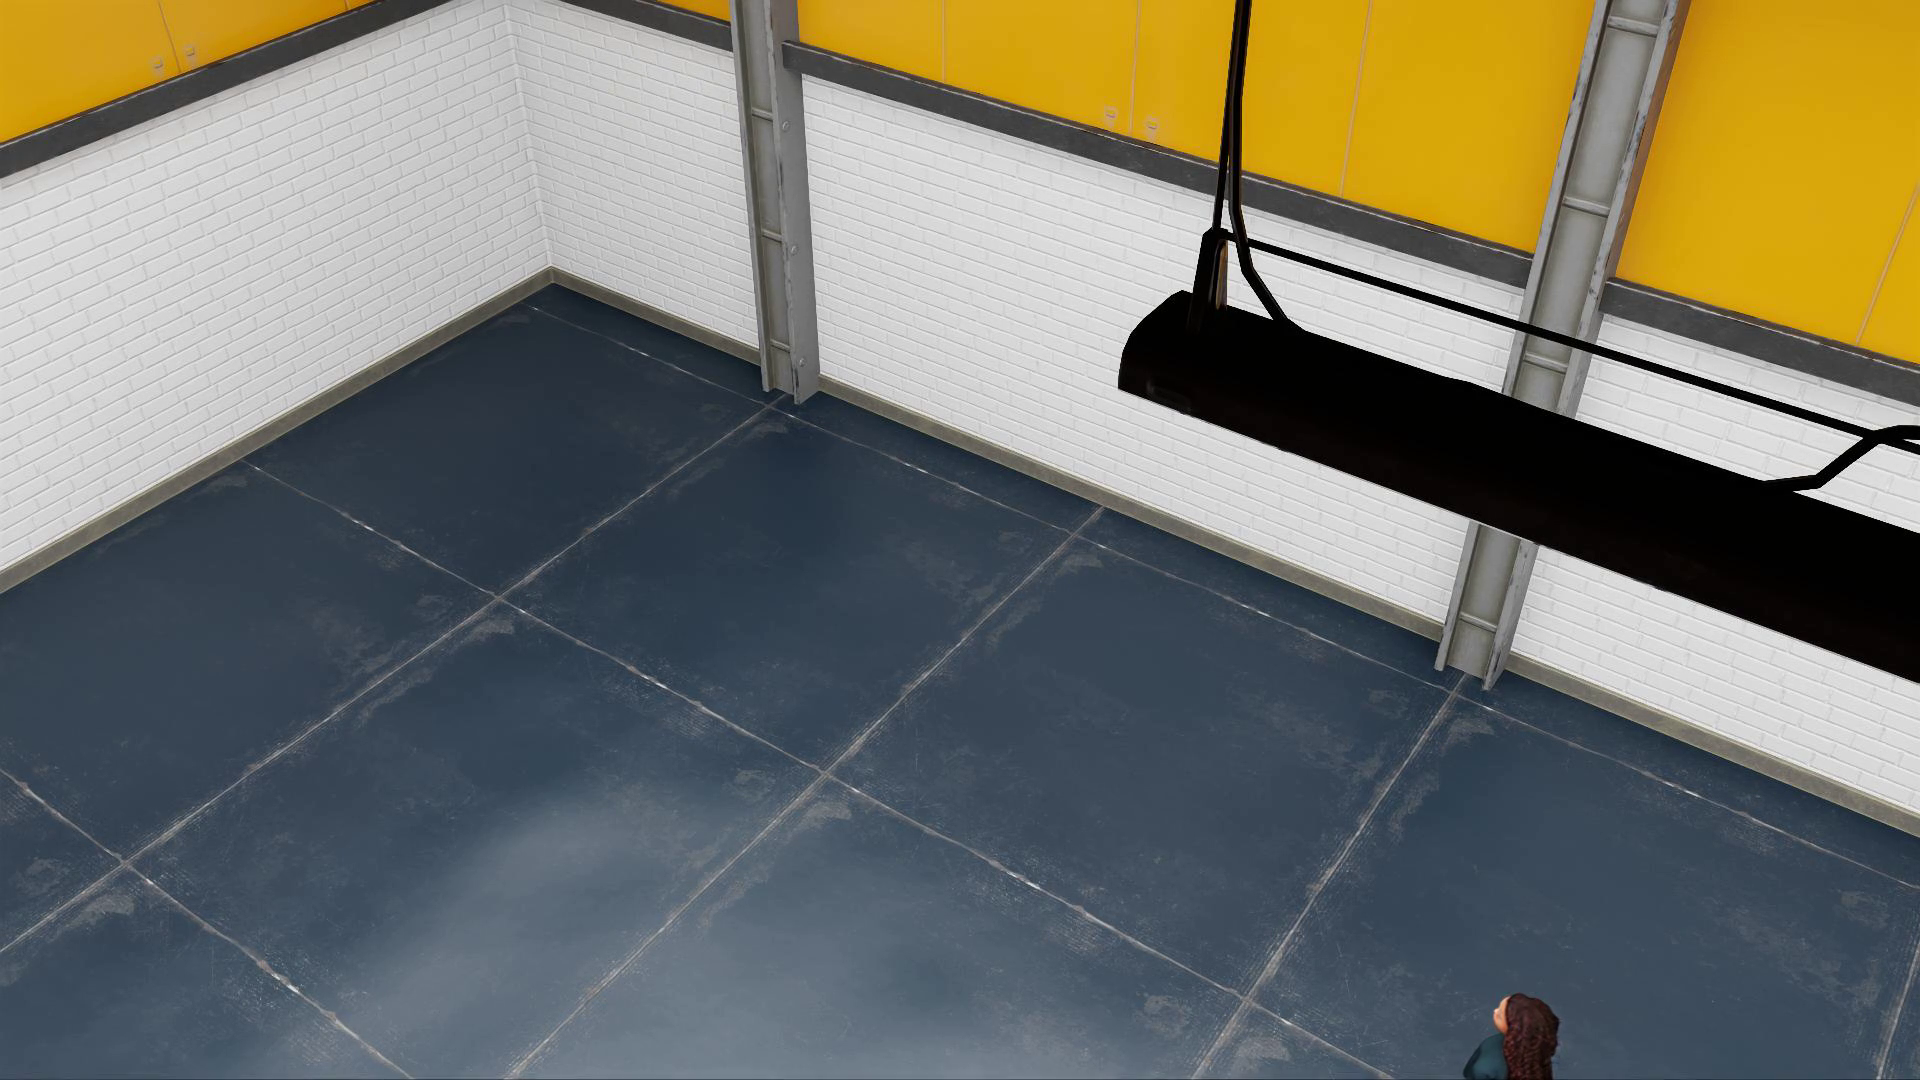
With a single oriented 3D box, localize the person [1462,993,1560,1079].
[{"bbox_3d":[2.517,2.687,7.815,0.619,1.616,0.624,18,42,21],"label":"person"}]
